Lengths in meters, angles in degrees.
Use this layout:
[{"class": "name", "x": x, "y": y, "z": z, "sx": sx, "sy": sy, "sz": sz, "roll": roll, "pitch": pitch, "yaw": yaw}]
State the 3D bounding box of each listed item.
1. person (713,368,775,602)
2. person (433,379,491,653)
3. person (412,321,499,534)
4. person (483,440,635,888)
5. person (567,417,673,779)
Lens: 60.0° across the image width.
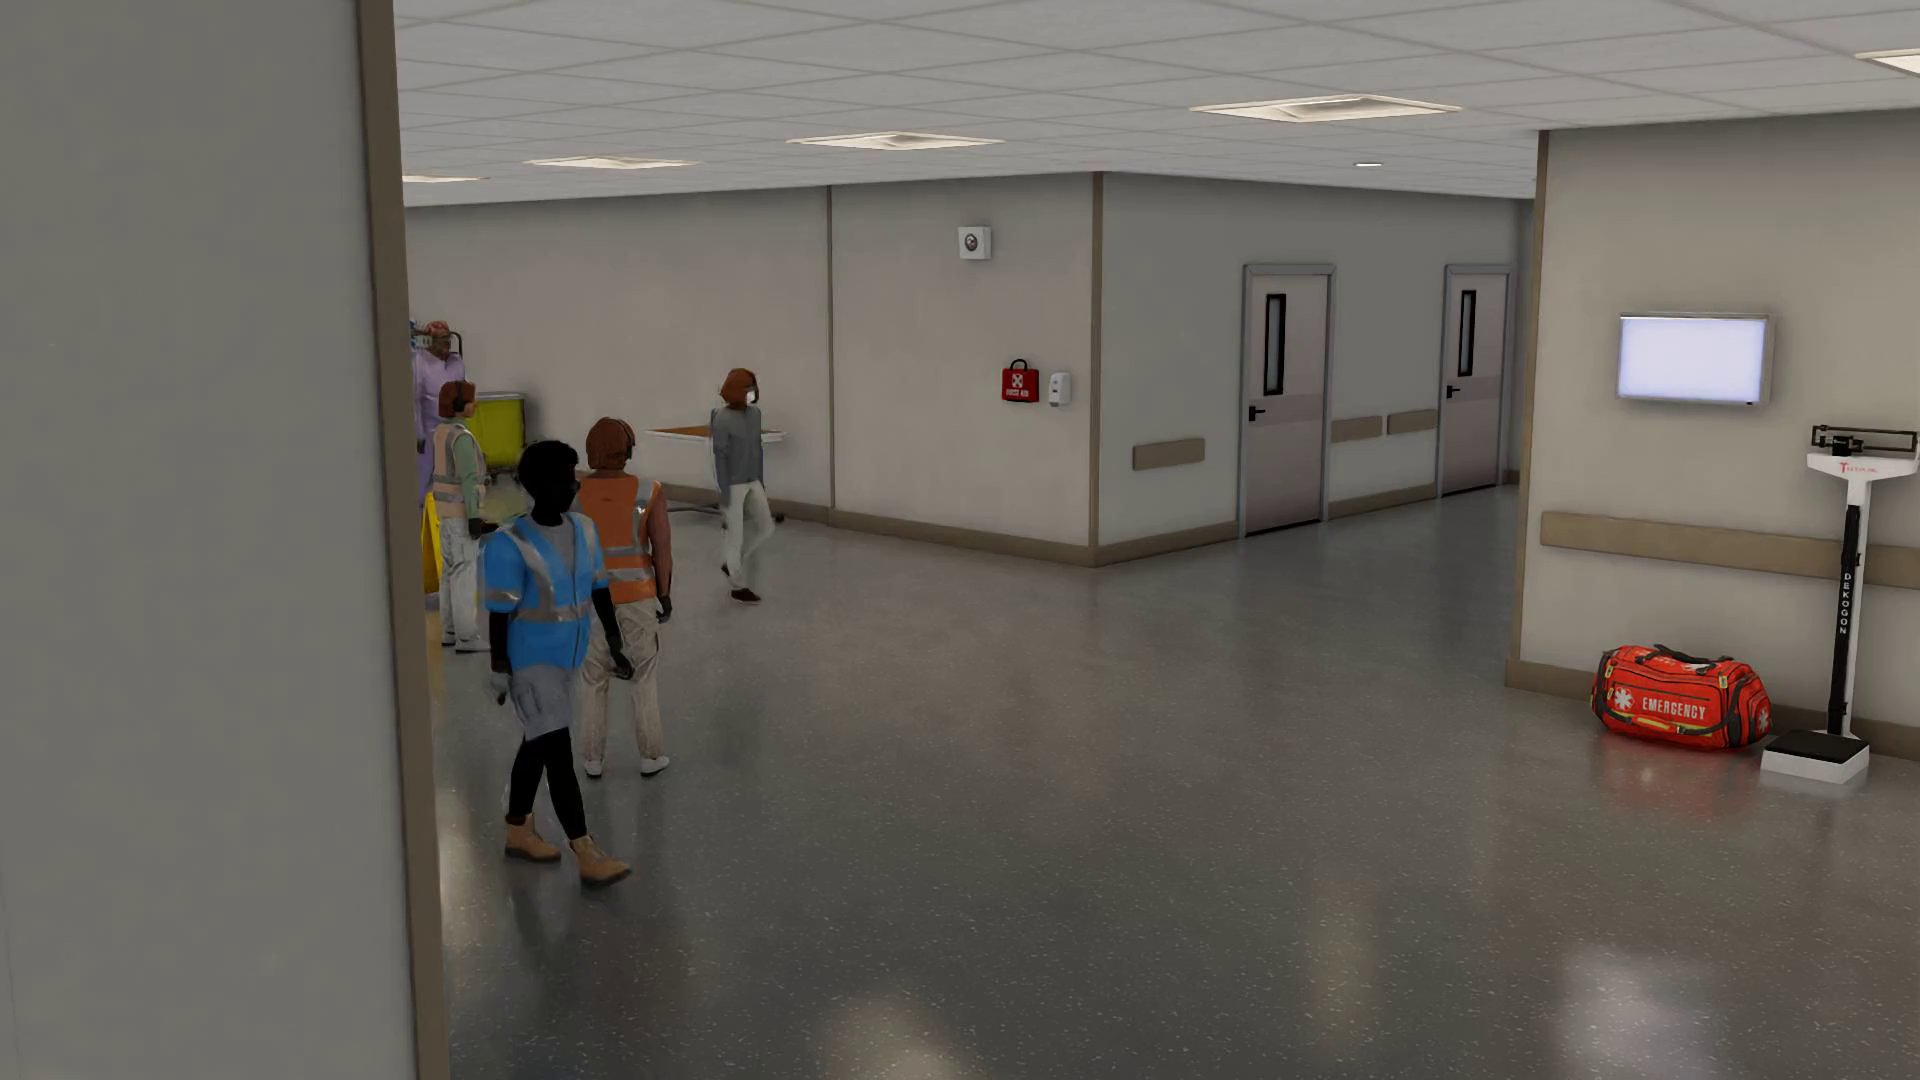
[{"class": "person", "x": -1.495, "y": -0.374, "z": 11.463, "sx": 0.355, "sy": 1.620, "sz": 0.529, "roll": 6, "pitch": 11, "yaw": 30}, {"class": "person", "x": -3.007, "y": -0.144, "z": 10.020, "sx": 0.308, "sy": 1.639, "sz": 0.524, "roll": -6, "pitch": 11, "yaw": -33}, {"class": "person", "x": -4.472, "y": -0.957, "z": 14.354, "sx": 0.992, "sy": 1.850, "sz": 0.681, "roll": 6, "pitch": 11, "yaw": 34}, {"class": "person", "x": -1.468, "y": 0.455, "z": 6.250, "sx": 0.800, "sy": 1.655, "sz": 0.549, "roll": 4, "pitch": 10, "yaw": 26}, {"class": "person", "x": -1.549, "y": 0.268, "z": 7.496, "sx": 0.514, "sy": 1.641, "sz": 0.307, "roll": -1, "pitch": 9, "yaw": -4}]
